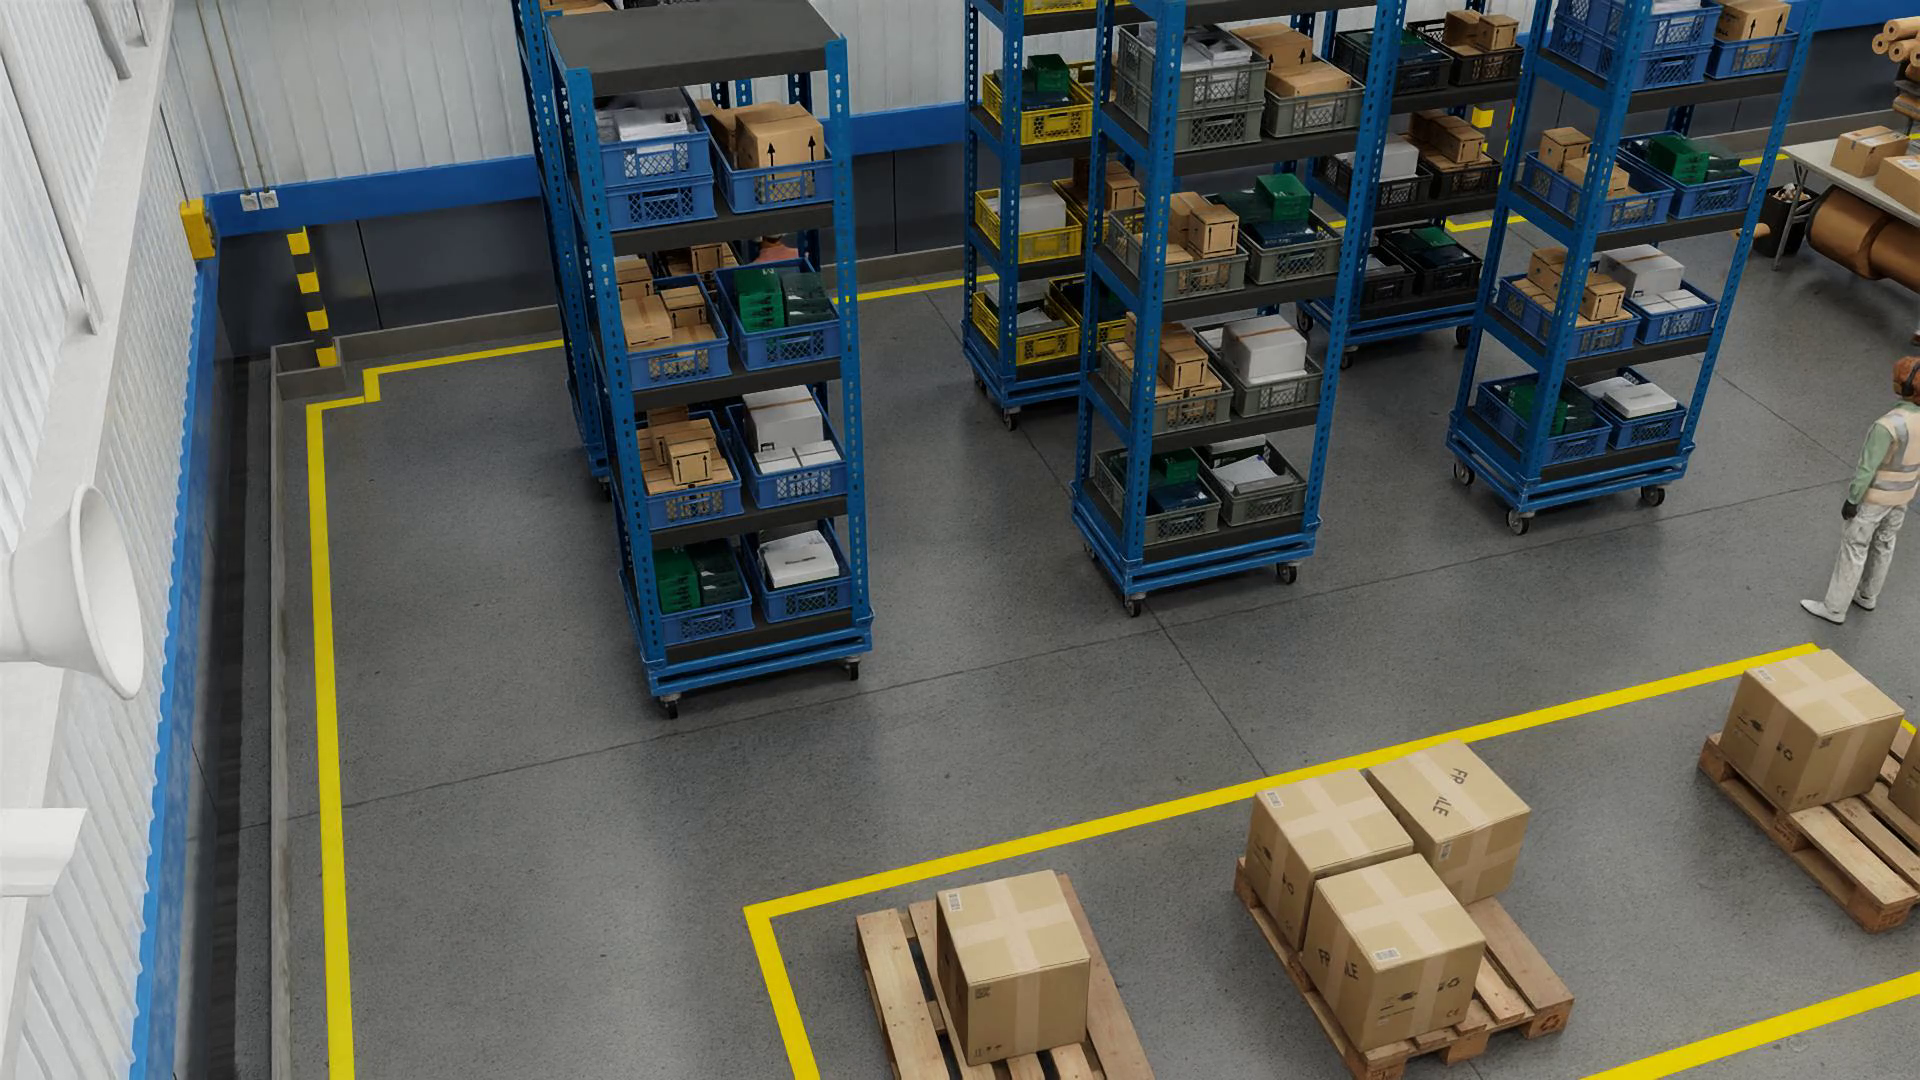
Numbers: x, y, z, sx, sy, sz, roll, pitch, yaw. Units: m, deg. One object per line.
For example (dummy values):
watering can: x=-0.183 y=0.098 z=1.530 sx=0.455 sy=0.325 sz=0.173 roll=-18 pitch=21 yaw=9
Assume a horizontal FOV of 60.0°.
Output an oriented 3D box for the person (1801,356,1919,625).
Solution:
person: x=5.110 y=-0.265 z=9.239 sx=0.519 sy=1.633 sz=0.317 roll=-18 pitch=39 yaw=-23

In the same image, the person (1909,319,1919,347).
person: x=7.162 y=-2.135 z=11.635 sx=0.375 sy=1.930 sz=0.630 roll=4 pitch=35 yaw=6

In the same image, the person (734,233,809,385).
person: x=-1.124 y=-1.176 z=10.230 sx=0.624 sy=1.981 sz=0.406 roll=-28 pitch=44 yaw=-34
